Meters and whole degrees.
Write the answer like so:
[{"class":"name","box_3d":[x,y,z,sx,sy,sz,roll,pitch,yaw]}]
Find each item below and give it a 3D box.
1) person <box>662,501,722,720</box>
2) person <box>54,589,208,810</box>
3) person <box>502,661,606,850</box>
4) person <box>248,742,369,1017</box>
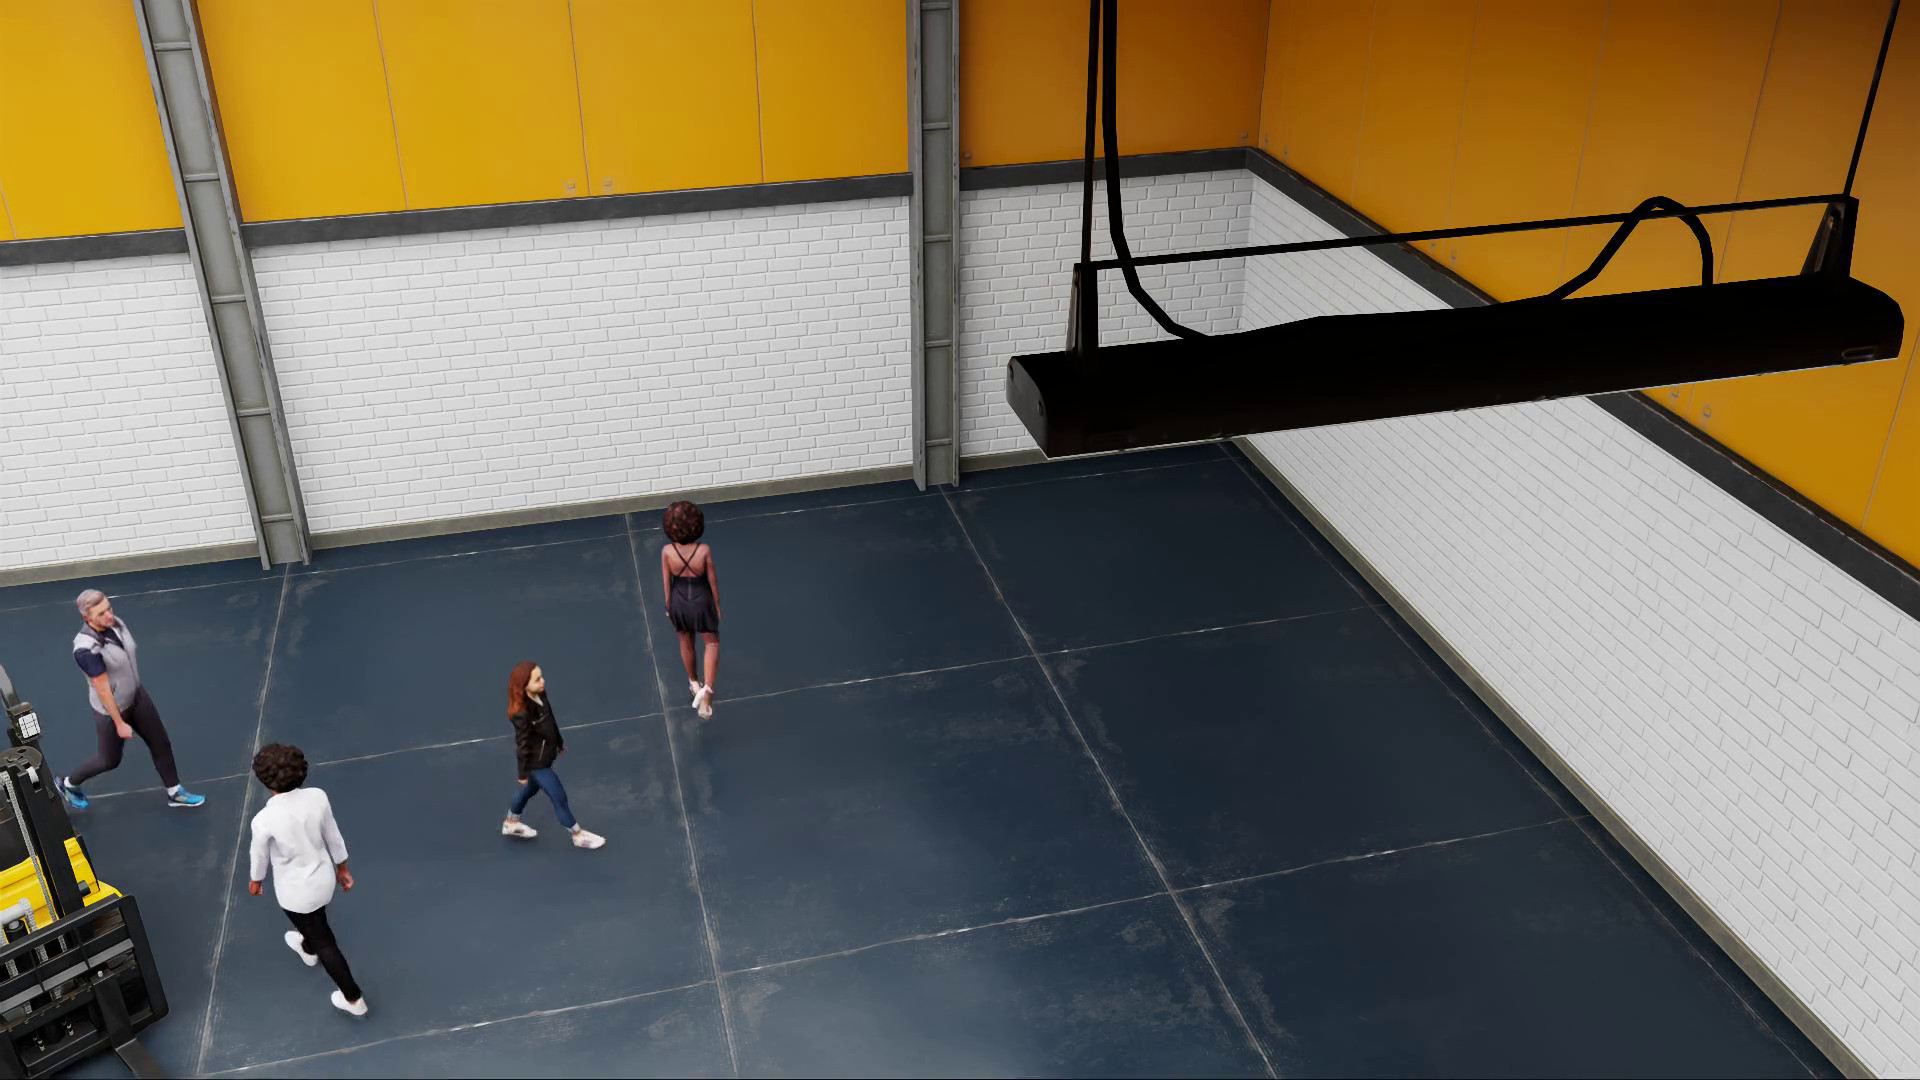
[{"class":"person","box_3d":[-1.989,0.559,12.358,0.898,1.774,0.760,-1,29,-2]},{"class":"person","box_3d":[-5.807,1.139,11.279,1.282,1.788,0.928,1,29,2]},{"class":"person","box_3d":[-2.877,1.443,11.077,1.032,1.447,0.772,2,29,4]},{"class":"person","box_3d":[-3.760,2.029,9.677,1.125,1.759,1.110,18,34,30]}]
